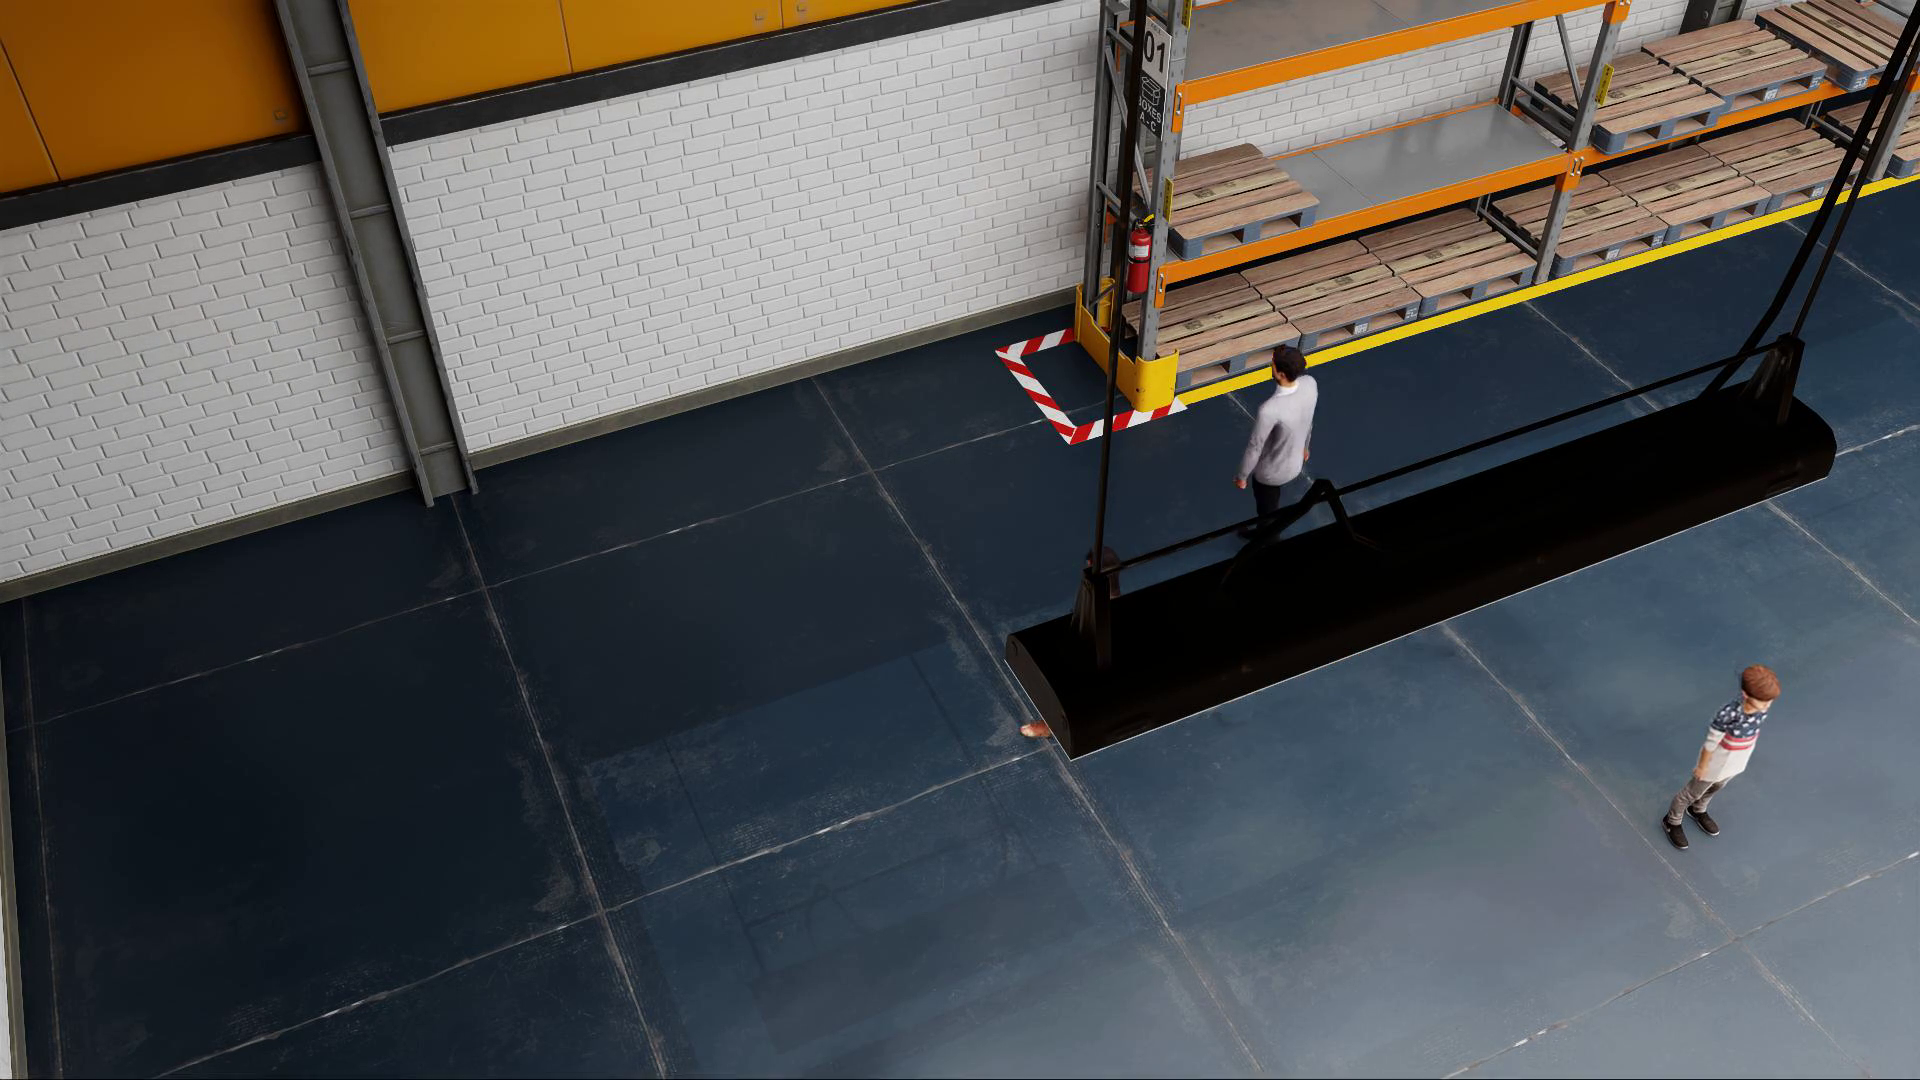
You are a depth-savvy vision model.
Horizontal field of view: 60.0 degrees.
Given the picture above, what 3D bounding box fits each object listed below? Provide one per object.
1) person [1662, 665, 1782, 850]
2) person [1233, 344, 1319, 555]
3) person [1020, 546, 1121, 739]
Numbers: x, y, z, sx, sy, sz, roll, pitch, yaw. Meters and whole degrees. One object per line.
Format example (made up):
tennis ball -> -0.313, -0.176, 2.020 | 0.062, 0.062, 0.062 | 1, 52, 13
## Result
person -> 4.541, 1.264, 9.871 | 0.390, 1.439, 0.574 | -18, 46, -18
person -> 2.243, -0.494, 11.378 | 0.964, 1.906, 0.839 | 33, 52, 29
person -> 0.920, 0.642, 10.374 | 1.114, 1.645, 0.851 | -2, 44, -2
